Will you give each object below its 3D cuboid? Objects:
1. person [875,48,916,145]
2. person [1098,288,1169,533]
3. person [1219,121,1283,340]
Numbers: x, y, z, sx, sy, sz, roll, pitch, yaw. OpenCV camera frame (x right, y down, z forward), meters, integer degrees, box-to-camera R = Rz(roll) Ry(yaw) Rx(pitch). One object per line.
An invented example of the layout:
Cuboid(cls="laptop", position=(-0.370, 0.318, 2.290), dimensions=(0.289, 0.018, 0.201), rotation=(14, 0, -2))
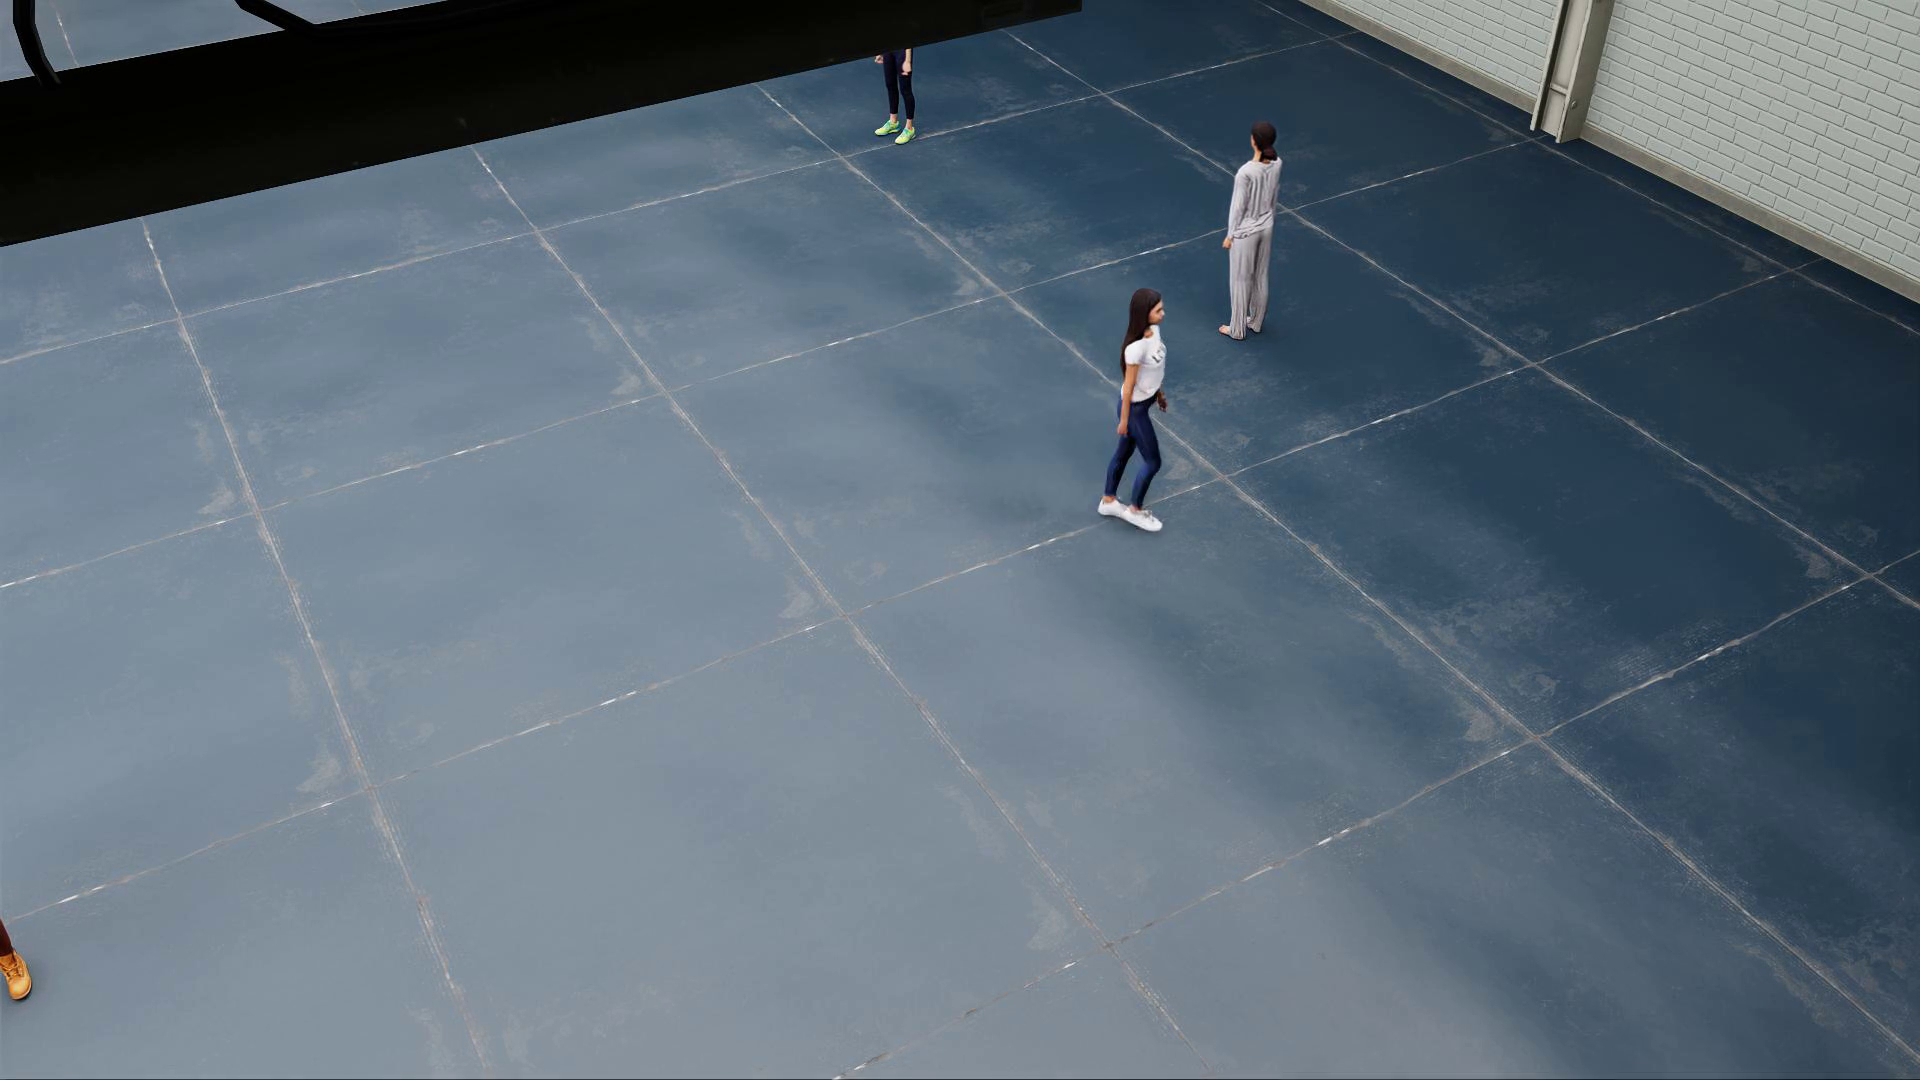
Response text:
Cuboid(cls="person", position=(-0.593, -4.606, 15.690), dimensions=(0.717, 1.701, 0.556), rotation=(-32, 48, -34))
Cuboid(cls="person", position=(1.060, -0.858, 10.852), dimensions=(0.836, 1.760, 0.777), rotation=(9, 39, 11))
Cuboid(cls="person", position=(2.249, -2.369, 12.772), dimensions=(0.598, 1.773, 0.527), rotation=(-22, 43, -25))
